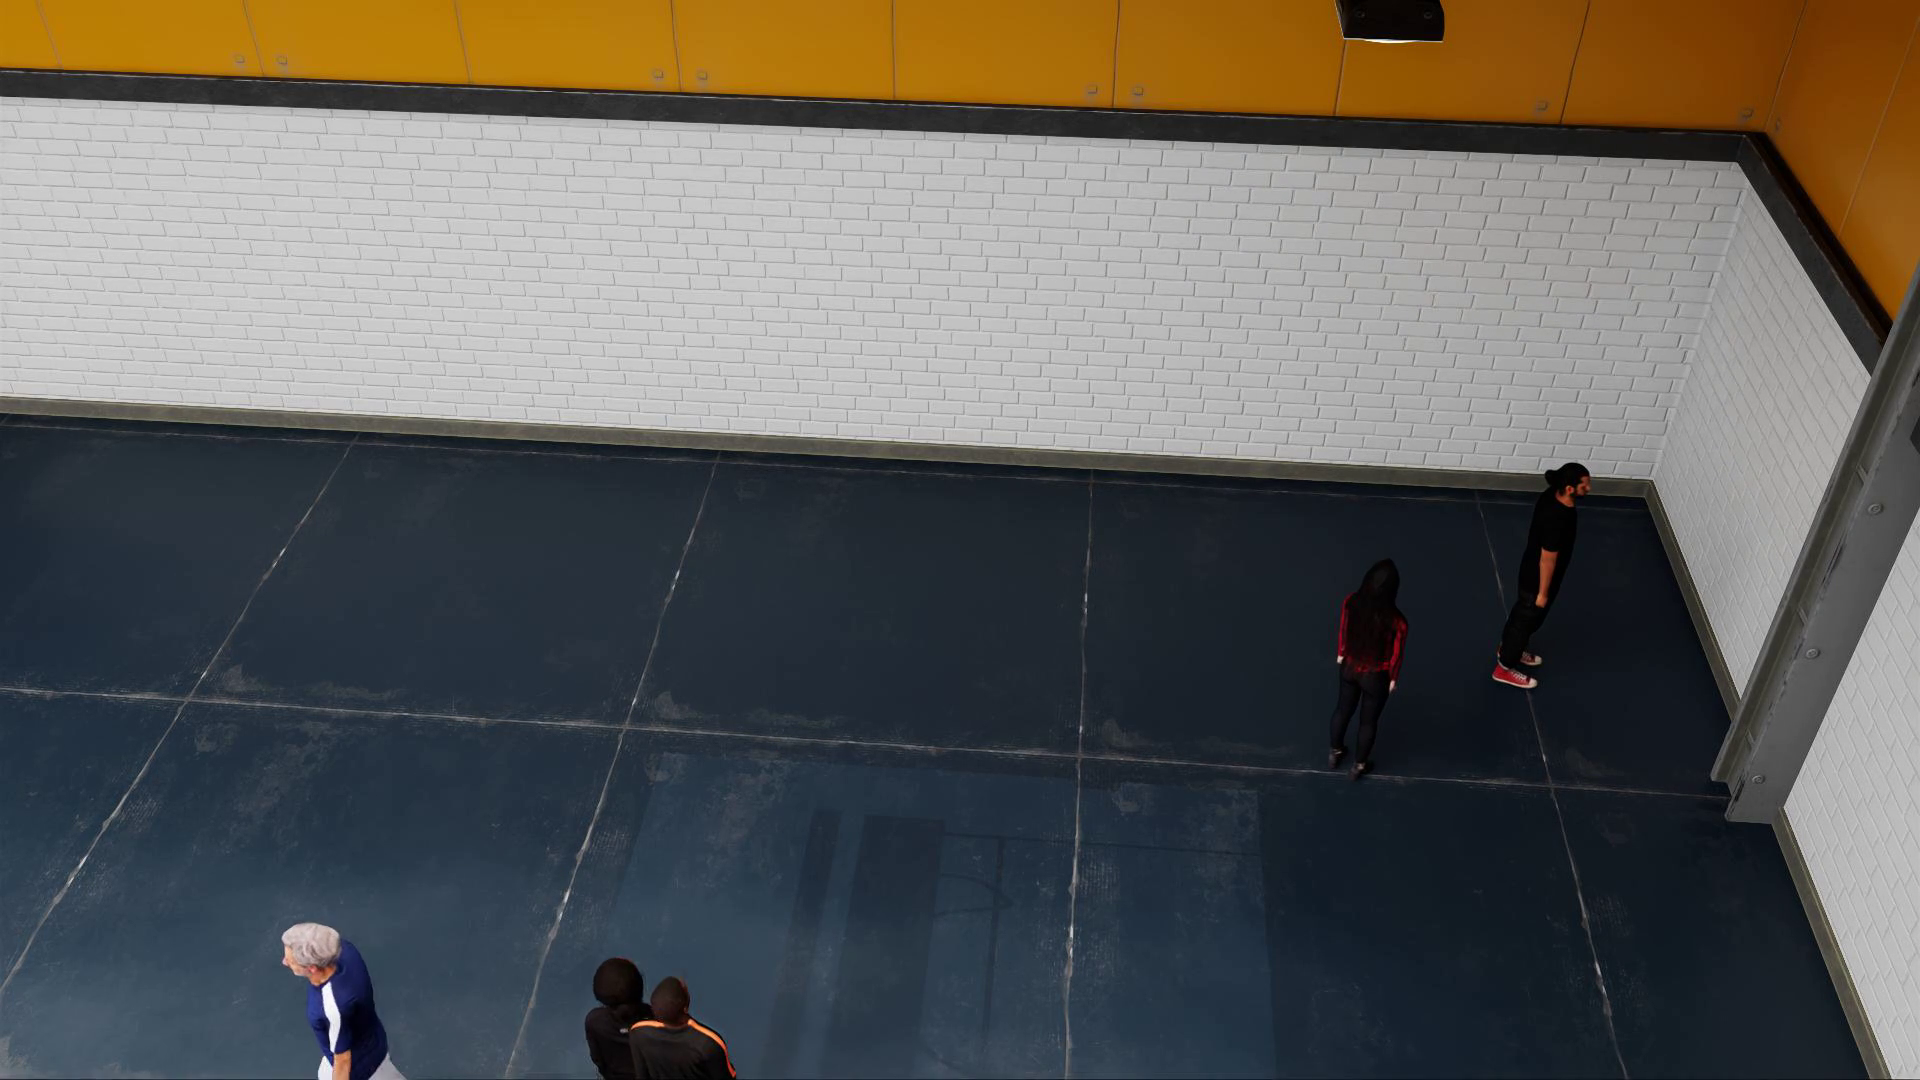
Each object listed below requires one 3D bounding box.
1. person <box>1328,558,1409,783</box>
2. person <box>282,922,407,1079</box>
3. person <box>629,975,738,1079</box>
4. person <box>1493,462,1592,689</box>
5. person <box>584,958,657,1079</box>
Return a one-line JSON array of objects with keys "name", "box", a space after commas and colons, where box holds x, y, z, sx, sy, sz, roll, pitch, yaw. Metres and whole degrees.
[{"name": "person", "box": [2.487, 0.812, 10.197, 0.658, 1.653, 0.685, 28, 46, 30]}, {"name": "person", "box": [-2.817, 2.439, 8.036, 1.033, 1.806, 1.107, -15, 41, -18]}, {"name": "person", "box": [-1.259, 2.636, 7.788, 0.636, 1.808, 0.547, 6, 39, 8]}, {"name": "person", "box": [3.794, 0.205, 10.874, 0.714, 1.757, 0.546, 10, 40, 12]}, {"name": "person", "box": [-1.527, 2.575, 7.974, 0.613, 1.671, 0.575, 2, 39, 2]}]
